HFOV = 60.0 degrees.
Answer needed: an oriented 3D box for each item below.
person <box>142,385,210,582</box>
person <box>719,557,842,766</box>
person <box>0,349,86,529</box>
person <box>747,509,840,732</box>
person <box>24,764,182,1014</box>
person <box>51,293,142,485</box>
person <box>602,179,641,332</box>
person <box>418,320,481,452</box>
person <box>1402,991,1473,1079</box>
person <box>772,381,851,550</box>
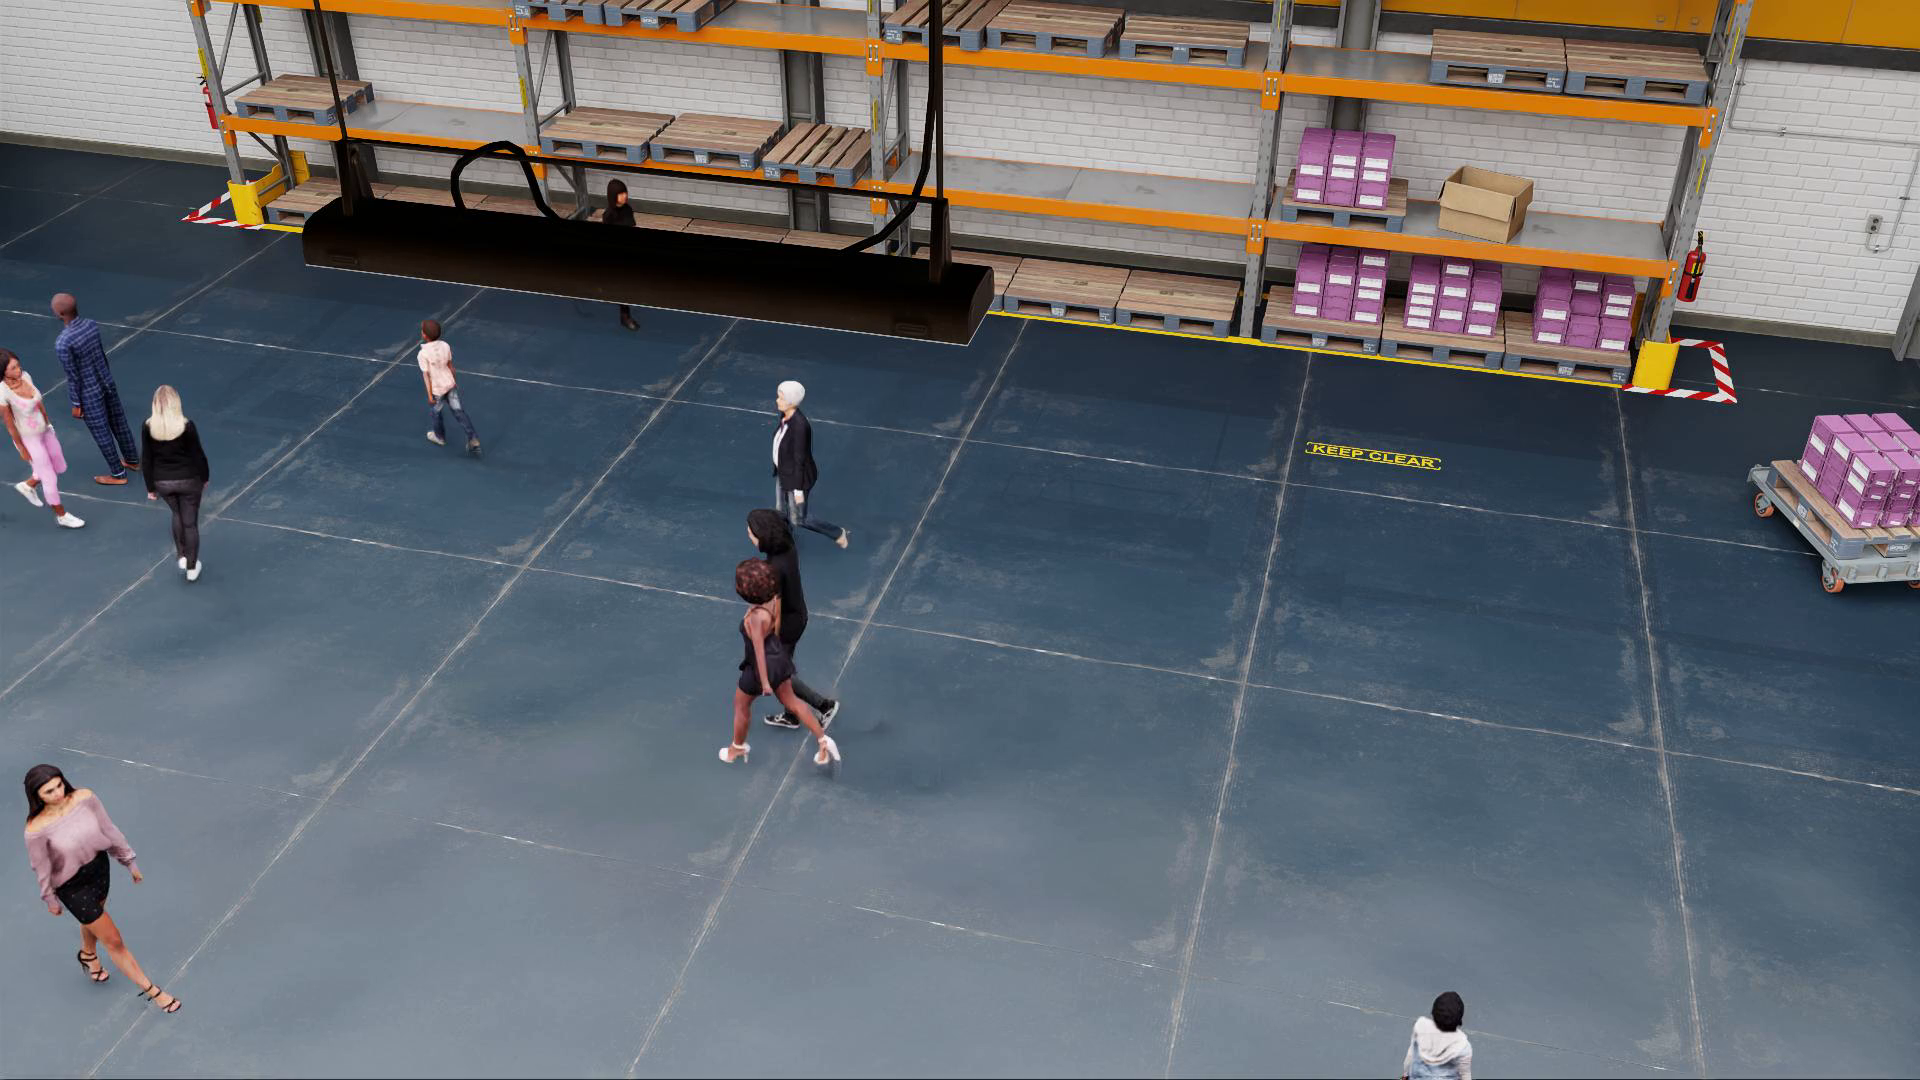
[{"bbox_3d":[-6.272,-0.392,13.336,0.681,1.655,0.785,-9,35,-13],"label":"person"},{"bbox_3d":[-1.228,0.887,11.327,1.092,1.748,0.552,9,35,14],"label":"person"},{"bbox_3d":[-7.841,-0.849,13.961,0.866,1.724,0.652,1,34,1],"label":"person"},{"bbox_3d":[-1.148,0.602,11.707,0.850,1.802,0.730,3,34,5],"label":"person"},{"bbox_3d":[-5.133,1.984,9.664,1.140,1.762,0.803,16,37,22],"label":"person"},{"bbox_3d":[-7.609,-1.342,14.615,0.609,1.820,0.664,6,34,9],"label":"person"},{"bbox_3d":[-3.561,-2.971,17.235,0.650,1.633,0.664,19,38,26],"label":"person"},{"bbox_3d":[-4.679,-1.378,15.147,0.964,1.293,0.740,25,41,33],"label":"person"},{"bbox_3d":[2.489,2.870,8.793,0.651,1.251,0.679,24,41,32],"label":"person"},{"bbox_3d":[-1.305,-0.499,13.712,1.079,1.776,1.048,-11,35,-16],"label":"person"}]
